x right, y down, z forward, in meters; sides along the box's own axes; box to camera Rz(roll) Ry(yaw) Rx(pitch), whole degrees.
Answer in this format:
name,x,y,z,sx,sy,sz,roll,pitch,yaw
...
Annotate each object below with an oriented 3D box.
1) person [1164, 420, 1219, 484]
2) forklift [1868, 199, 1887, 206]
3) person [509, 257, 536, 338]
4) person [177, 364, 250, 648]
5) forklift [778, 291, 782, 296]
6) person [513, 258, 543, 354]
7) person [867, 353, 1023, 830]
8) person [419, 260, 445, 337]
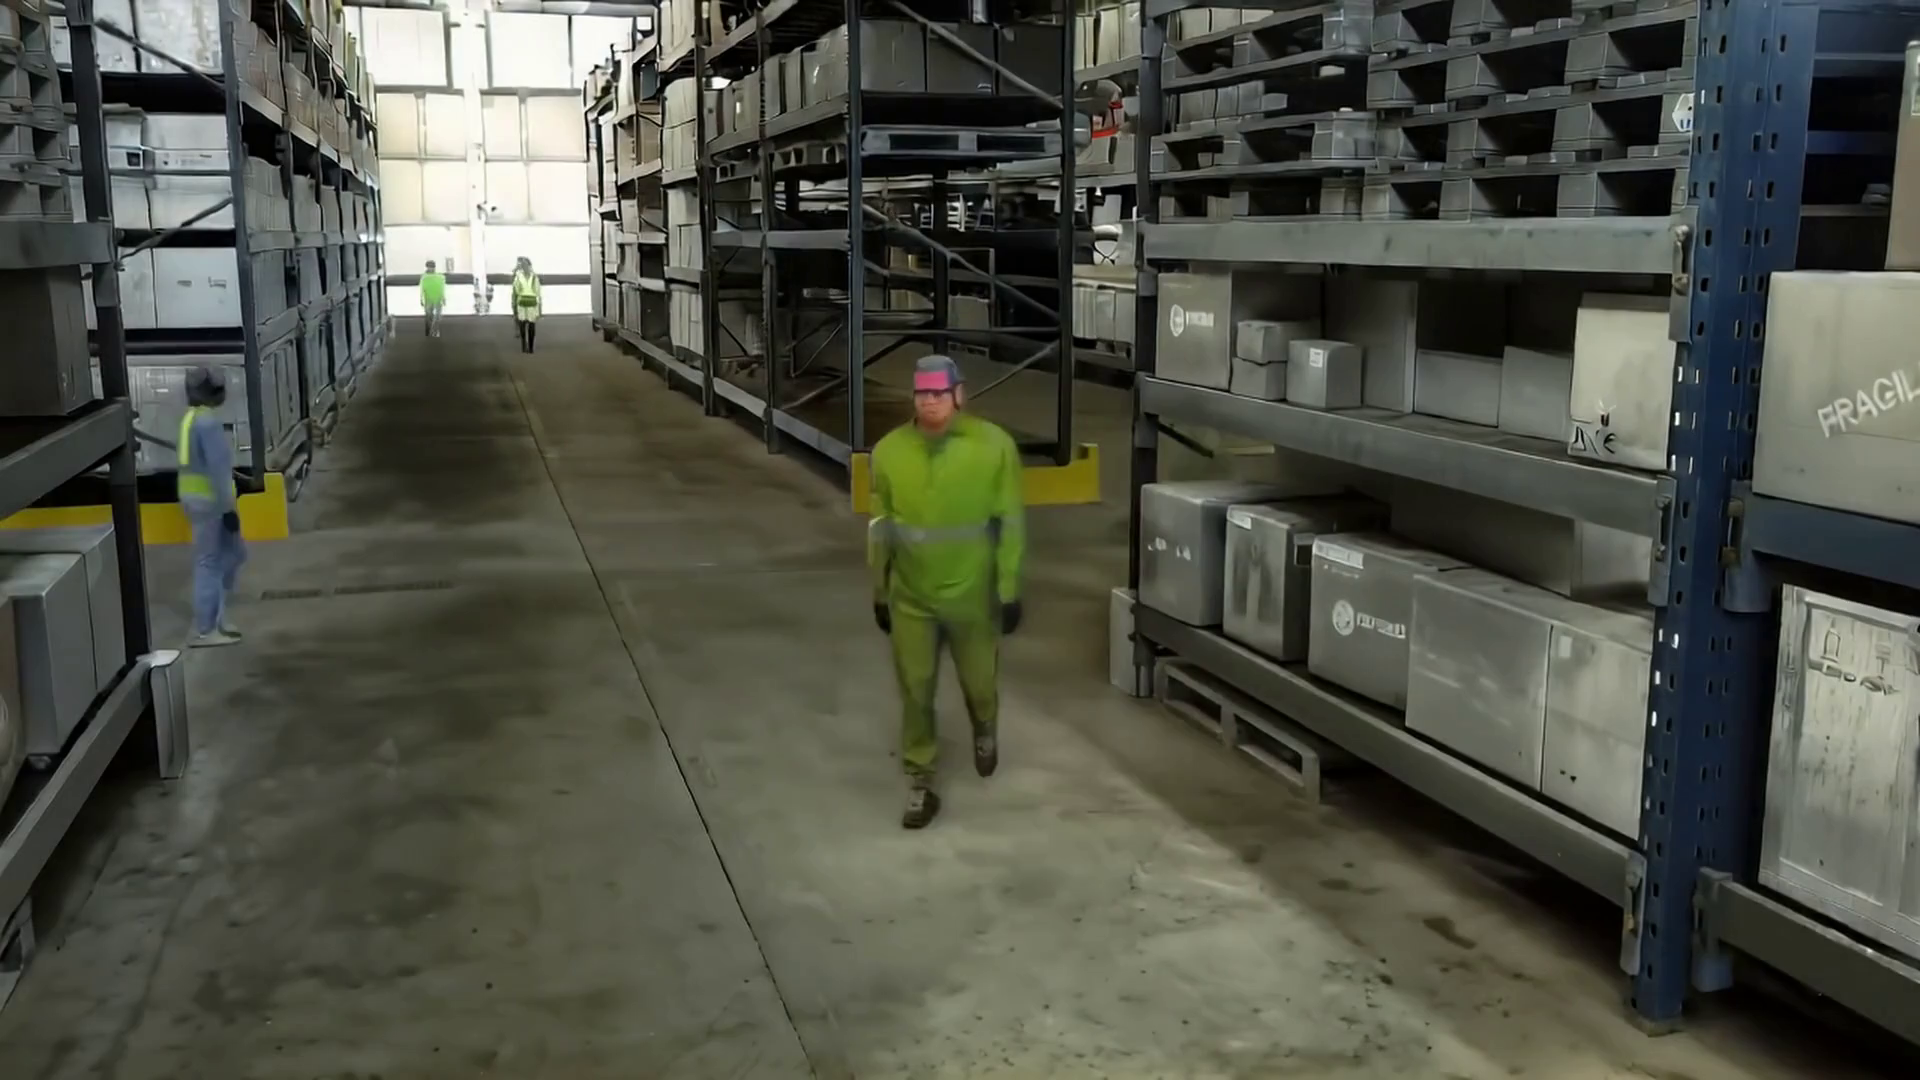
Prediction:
name,x,y,z,sx,sy,sz,roll,pitch,yaw
person,1.902,-0.926,12.941,0.940,1.870,0.637,2,10,10
forklift,11.338,-2.915,21.052,1.129,2.768,1.873,-3,11,-17
person,-10.174,-5.605,38.537,0.668,1.873,0.801,1,10,6
person,-4.268,-0.188,9.530,0.411,1.624,0.532,-6,12,-28
forklift,-5.027,-7.194,44.509,1.873,2.768,1.129,-3,11,-17
person,-8.694,-4.704,33.492,0.565,1.909,0.727,-3,11,-15
person,-0.060,0.180,6.784,0.657,1.890,0.685,2,10,10
person,-12.499,-5.718,39.418,0.601,1.787,0.913,-5,11,-24
